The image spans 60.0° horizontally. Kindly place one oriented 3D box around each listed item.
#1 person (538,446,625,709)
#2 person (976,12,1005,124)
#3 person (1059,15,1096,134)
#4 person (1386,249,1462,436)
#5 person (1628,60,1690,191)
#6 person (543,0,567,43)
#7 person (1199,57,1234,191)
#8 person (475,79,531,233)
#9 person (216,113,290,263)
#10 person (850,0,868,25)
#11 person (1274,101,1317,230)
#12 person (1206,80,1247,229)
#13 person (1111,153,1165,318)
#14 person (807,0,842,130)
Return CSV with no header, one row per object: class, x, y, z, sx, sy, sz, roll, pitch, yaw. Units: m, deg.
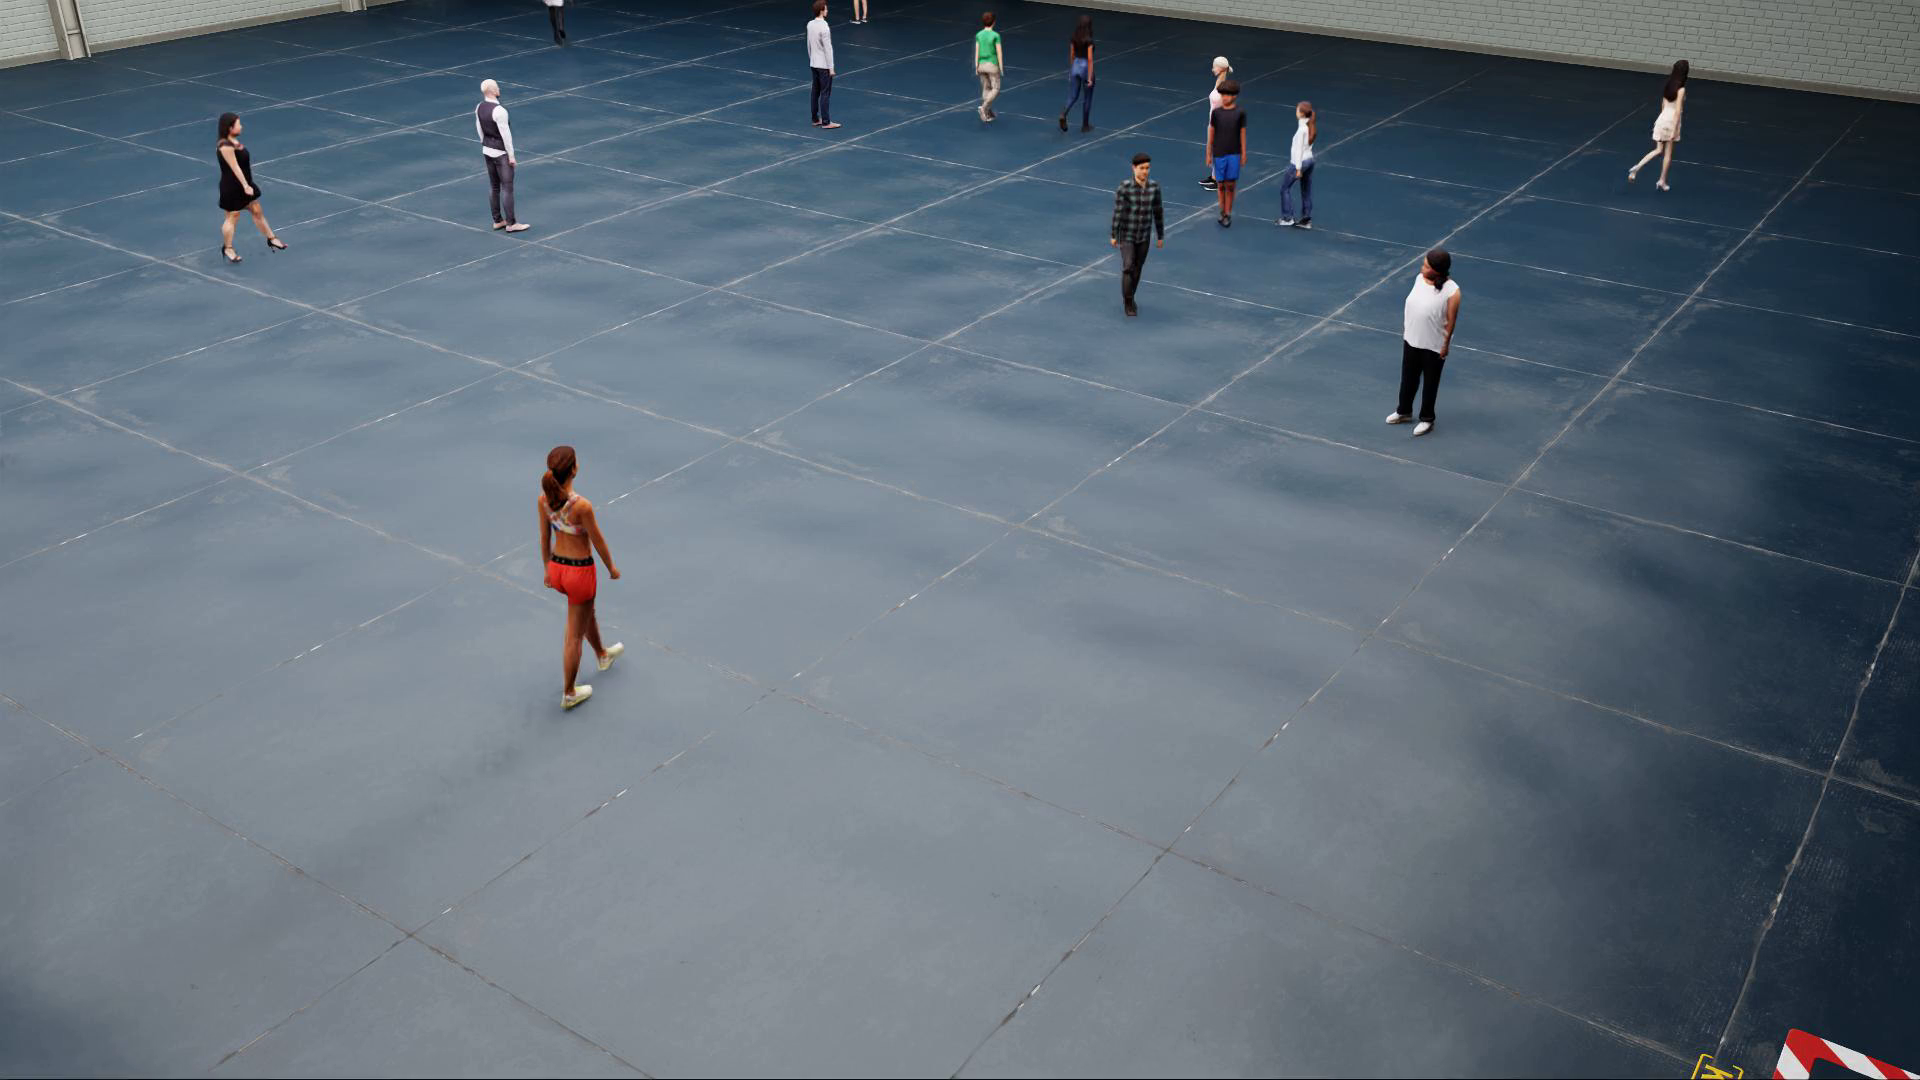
person,-2.525,0.284,10.655,0.616,1.765,0.950,15,31,27
person,0.413,-7.131,25.193,0.643,1.639,0.929,14,30,25
person,1.743,-6.822,24.509,0.591,1.717,1.020,20,33,34
person,4.136,-1.783,14.755,0.750,1.687,0.746,-15,31,-27
person,9.159,-5.383,21.713,0.998,1.717,0.913,-6,28,-11
person,-7.559,-10.183,30.955,0.878,1.790,0.919,-9,29,-17
person,3.422,-5.505,21.947,0.709,1.721,0.641,-3,27,-6
person,-5.609,-4.671,20.215,0.686,1.823,0.587,19,33,33
person,-8.396,-4.006,19.074,1.080,1.684,0.999,-6,28,-12
person,-2.016,-11.121,32.781,0.542,1.786,0.722,-22,34,-36
person,4.240,-4.552,20.294,0.612,1.540,0.617,23,35,38
person,3.302,-4.781,20.480,0.737,1.775,0.854,9,28,16
person,1.821,-3.268,17.549,0.960,1.703,0.990,-7,28,-13
person,-2.091,-7.159,25.018,0.667,1.850,0.740,-20,33,-34
